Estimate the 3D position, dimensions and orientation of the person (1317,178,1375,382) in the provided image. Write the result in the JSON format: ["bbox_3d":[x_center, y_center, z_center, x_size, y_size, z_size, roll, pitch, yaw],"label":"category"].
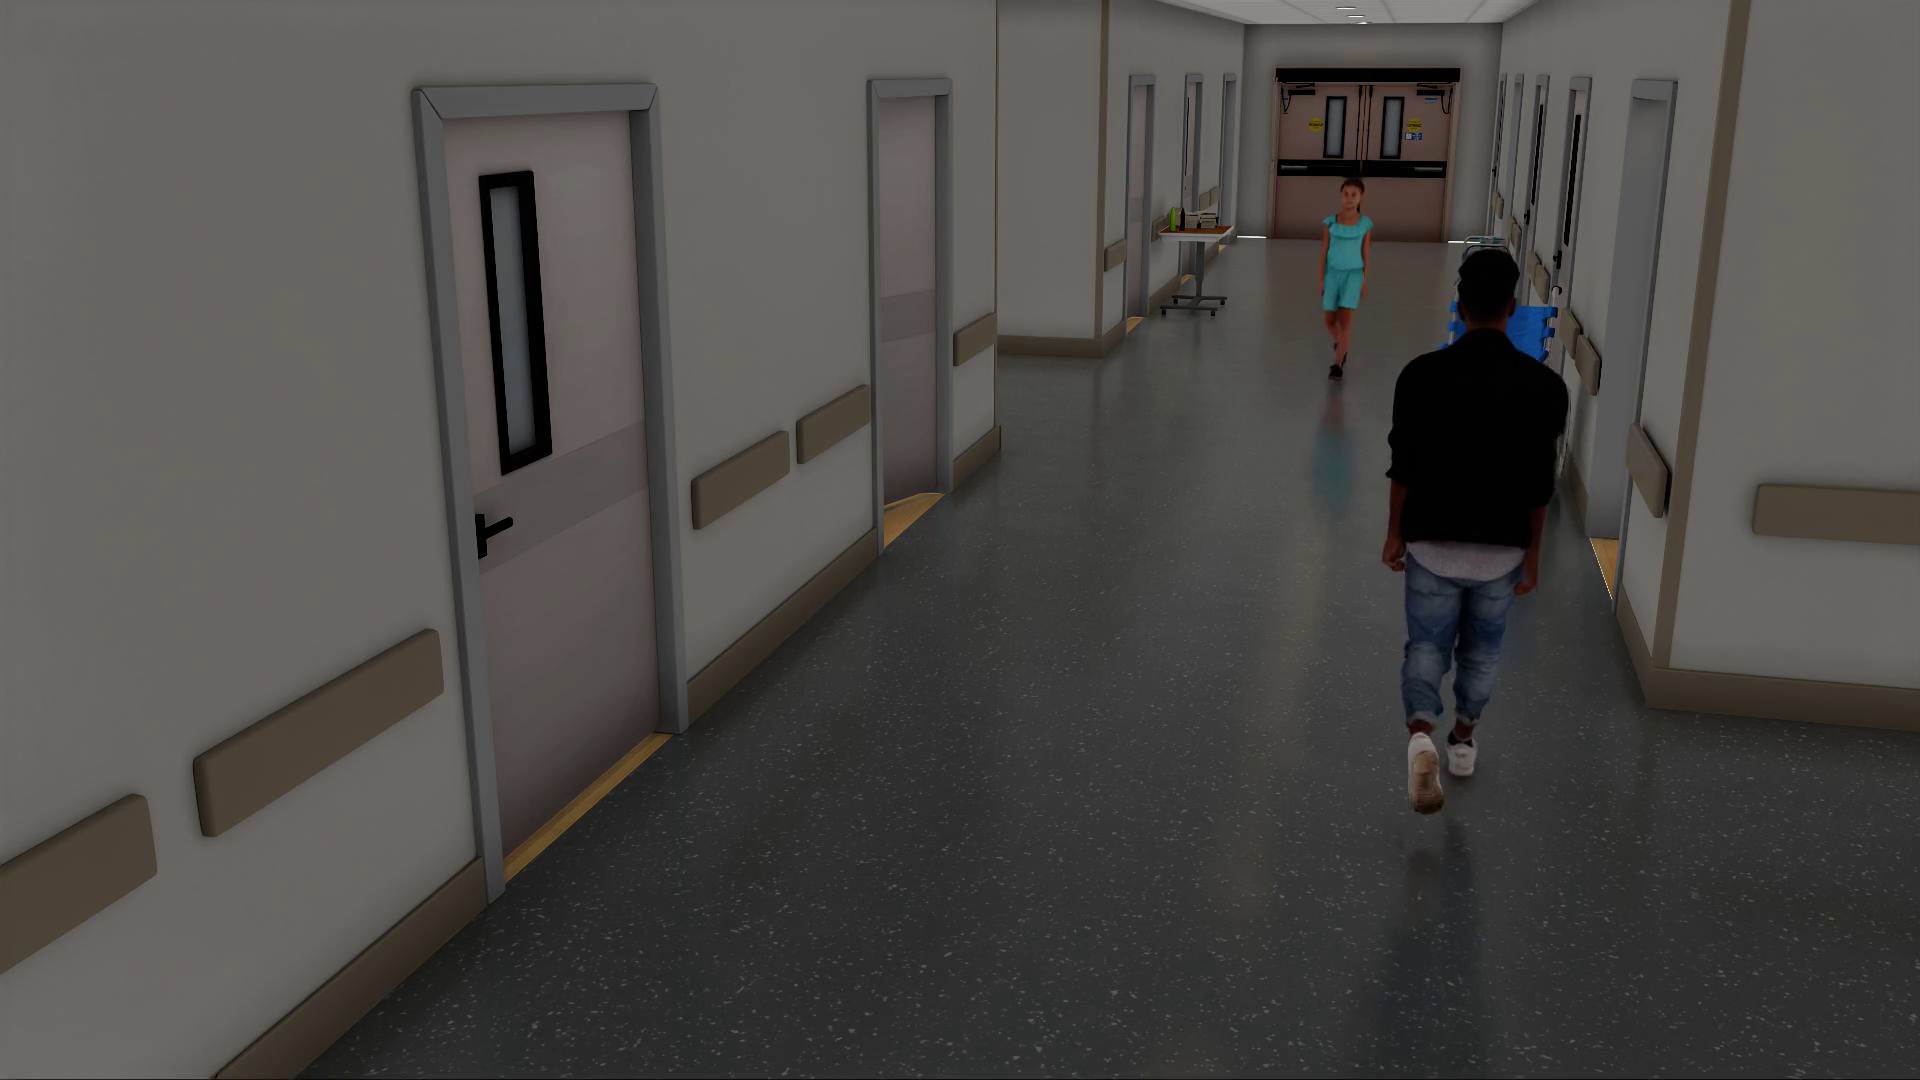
[{"bbox_3d":[3.013,-2.047,13.046,0.634,1.543,0.991,6,17,20],"label":"person"}]

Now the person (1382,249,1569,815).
[{"bbox_3d":[1.619,0.011,5.315,0.746,1.779,1.090,6,17,19],"label":"person"}]
